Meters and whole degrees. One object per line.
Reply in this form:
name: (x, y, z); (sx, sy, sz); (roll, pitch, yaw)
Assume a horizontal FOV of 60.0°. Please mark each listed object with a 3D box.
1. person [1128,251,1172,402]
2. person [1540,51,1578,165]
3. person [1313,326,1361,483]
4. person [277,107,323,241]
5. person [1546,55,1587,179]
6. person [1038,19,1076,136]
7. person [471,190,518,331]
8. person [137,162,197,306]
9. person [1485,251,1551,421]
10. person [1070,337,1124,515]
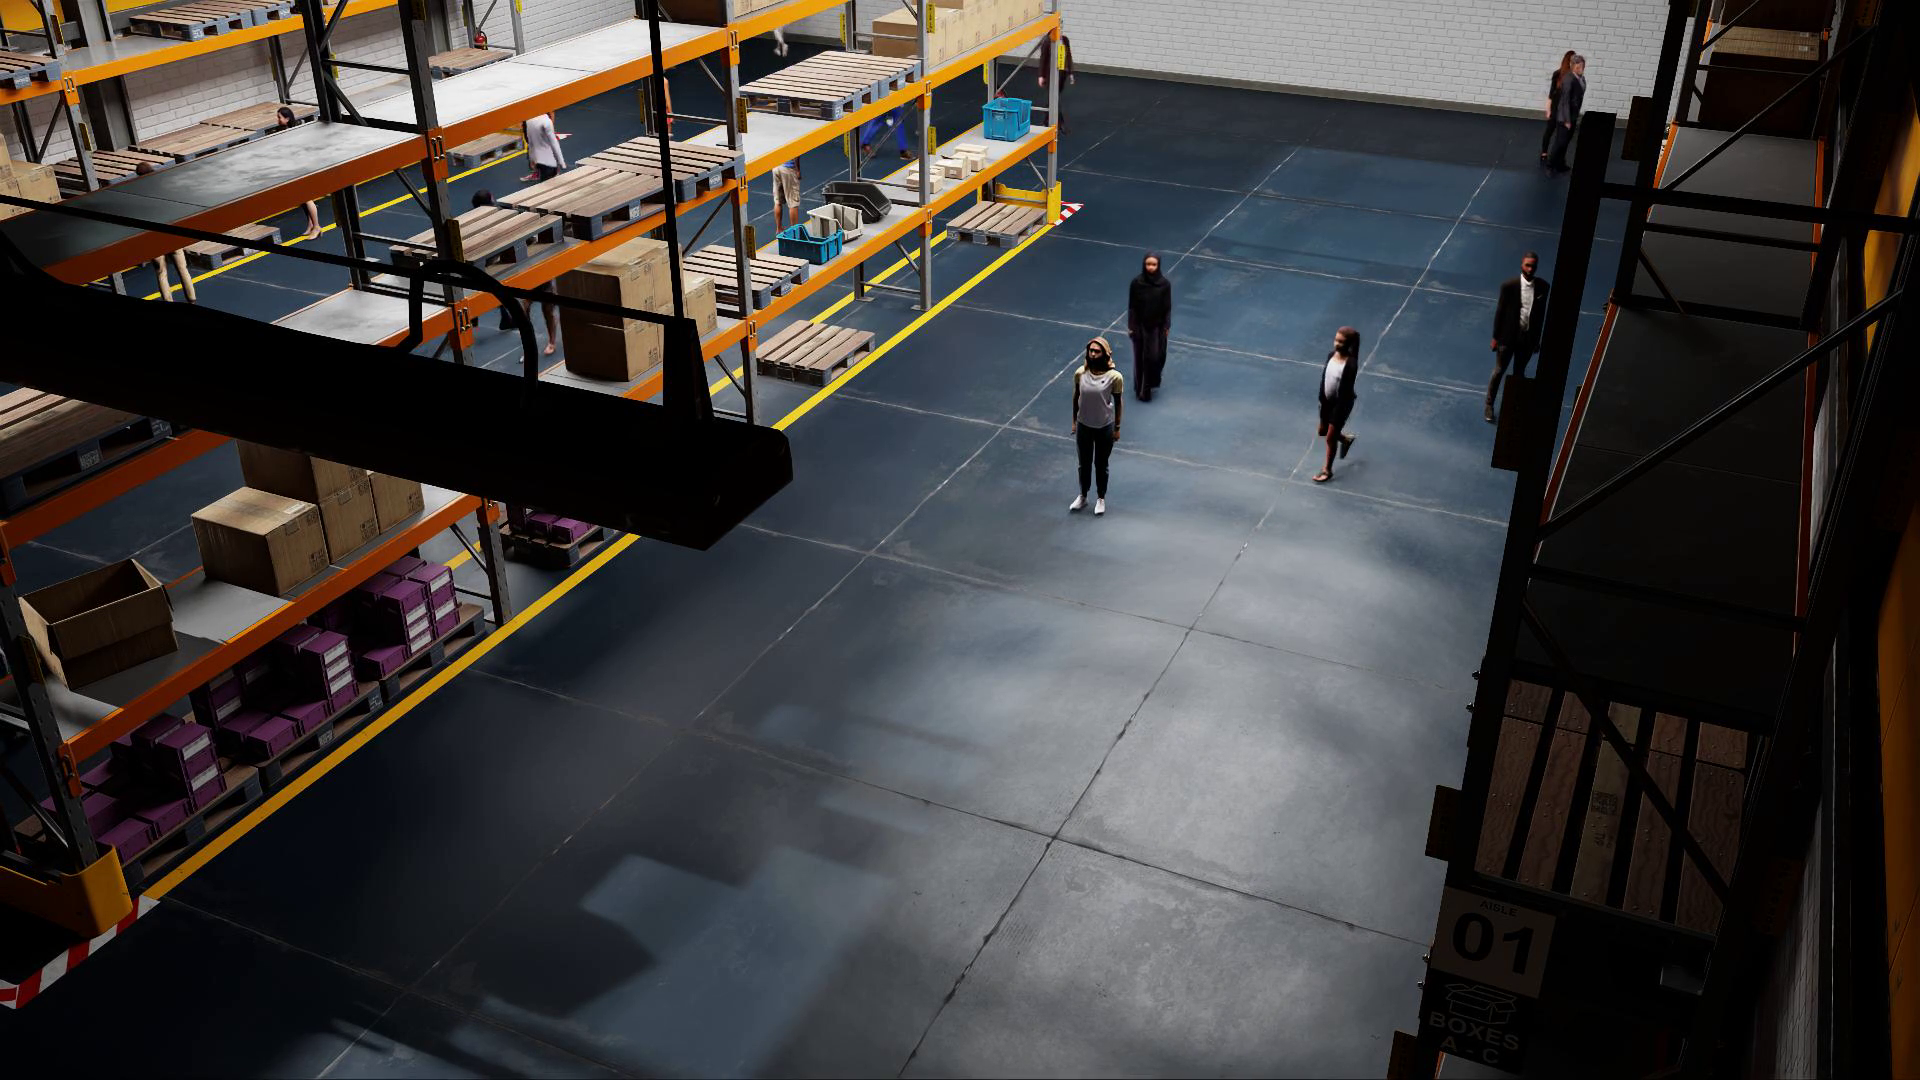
person: (2.009, -2.301, 17.612); (0.728, 1.609, 0.846); (4, 29, 7)
person: (9.177, -6.621, 25.425); (0.671, 1.710, 0.693); (-4, 29, -8)
person: (3.655, -1.325, 15.891); (0.916, 1.543, 0.780); (-17, 33, -28)
person: (-8.836, -4.898, 22.205); (0.802, 1.769, 0.777); (-18, 33, -30)
person: (9.113, -6.368, 24.865); (0.975, 1.801, 0.597); (10, 30, 18)
person: (1.501, -7.513, 26.942); (1.202, 1.823, 1.160); (-16, 33, -27)
person: (-5.458, -3.175, 19.135); (0.635, 1.684, 0.903); (17, 33, 29)
person: (-9.394, -3.533, 19.612); (0.679, 1.855, 0.769); (-14, 32, -24)
person: (5.694, -2.083, 17.011); (0.739, 1.800, 0.700); (0, 29, 0)
person: (1.243, -1.049, 15.197); (0.636, 1.722, 0.544); (10, 30, 18)
